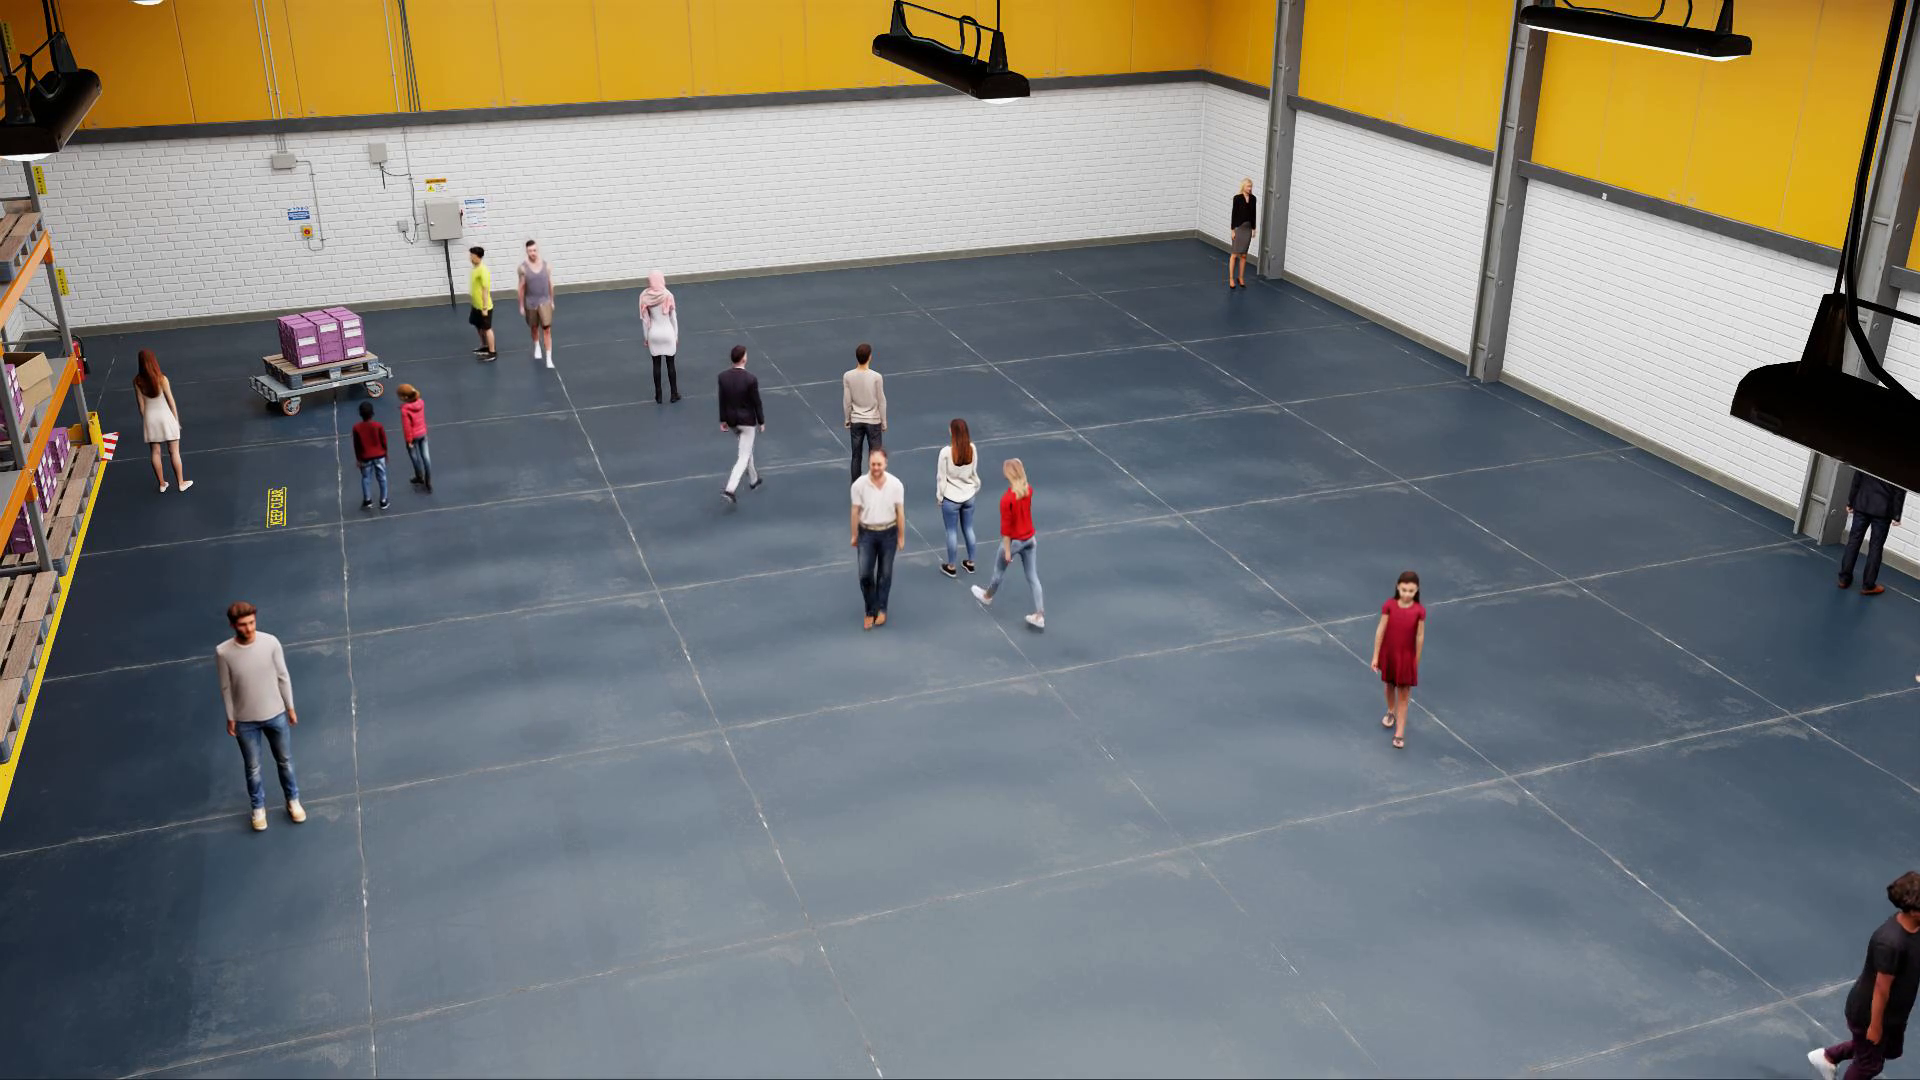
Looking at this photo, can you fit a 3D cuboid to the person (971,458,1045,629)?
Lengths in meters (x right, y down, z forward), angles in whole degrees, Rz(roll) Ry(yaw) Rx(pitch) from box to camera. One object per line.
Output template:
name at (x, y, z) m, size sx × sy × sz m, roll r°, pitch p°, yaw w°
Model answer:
person at (0.623, 0.075, 16.004) m, size 0.969 × 1.648 × 1.243 m, roll -21°, pitch 31°, yaw -39°

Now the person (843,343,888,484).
person at (-1.079, -1.347, 18.982) m, size 0.746 × 1.868 × 0.752 m, roll 4°, pitch 24°, yaw 10°

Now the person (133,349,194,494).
person at (-9.279, -1.387, 19.268) m, size 0.608 × 1.711 × 0.585 m, roll -3°, pitch 24°, yaw -7°

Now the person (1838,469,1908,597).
person at (9.205, -0.327, 16.737) m, size 0.798 × 1.797 × 0.616 m, roll -17°, pitch 29°, yaw -34°

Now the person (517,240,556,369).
person at (-6.014, -3.371, 23.620) m, size 0.654 × 1.798 × 1.165 m, roll -8°, pitch 25°, yaw -17°

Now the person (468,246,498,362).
person at (-6.892, -3.419, 23.948) m, size 0.832 × 1.687 × 0.573 m, roll -9°, pitch 25°, yaw -20°

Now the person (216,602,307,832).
person at (-5.412, 1.325, 12.825) m, size 0.689 × 1.903 × 0.631 m, roll -12°, pitch 26°, yaw -25°

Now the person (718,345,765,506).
person at (-2.524, -1.284, 18.915) m, size 1.174 × 1.807 × 1.267 m, roll 9°, pitch 25°, yaw 21°

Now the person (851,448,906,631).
person at (-0.778, -0.077, 16.108) m, size 0.807 × 1.842 × 0.825 m, roll 1°, pitch 24°, yaw 3°

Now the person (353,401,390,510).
person at (-6.667, -0.945, 18.842) m, size 0.501 × 1.245 × 0.491 m, roll -8°, pitch 25°, yaw -19°

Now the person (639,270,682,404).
person at (-3.985, -2.714, 22.190) m, size 0.693 × 1.804 × 0.682 m, roll -2°, pitch 24°, yaw -4°

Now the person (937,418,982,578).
person at (-0.011, -0.442, 17.132) m, size 0.639 × 1.692 × 0.594 m, roll -12°, pitch 26°, yaw -26°

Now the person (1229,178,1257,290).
person at (4.662, -5.083, 27.562) m, size 0.592 × 1.841 × 0.523 m, roll -8°, pitch 25°, yaw -18°

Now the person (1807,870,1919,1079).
person at (5.381, 2.697, 9.854) m, size 0.777 × 1.770 × 0.877 m, roll -20°, pitch 30°, yaw -38°

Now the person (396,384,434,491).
person at (-6.297, -1.182, 19.336) m, size 0.796 × 1.282 × 0.684 m, roll 21°, pitch 31°, yaw 39°

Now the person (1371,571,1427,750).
person at (3.741, 0.941, 14.188) m, size 0.938 × 1.516 × 1.046 m, roll 9°, pitch 25°, yaw 19°
